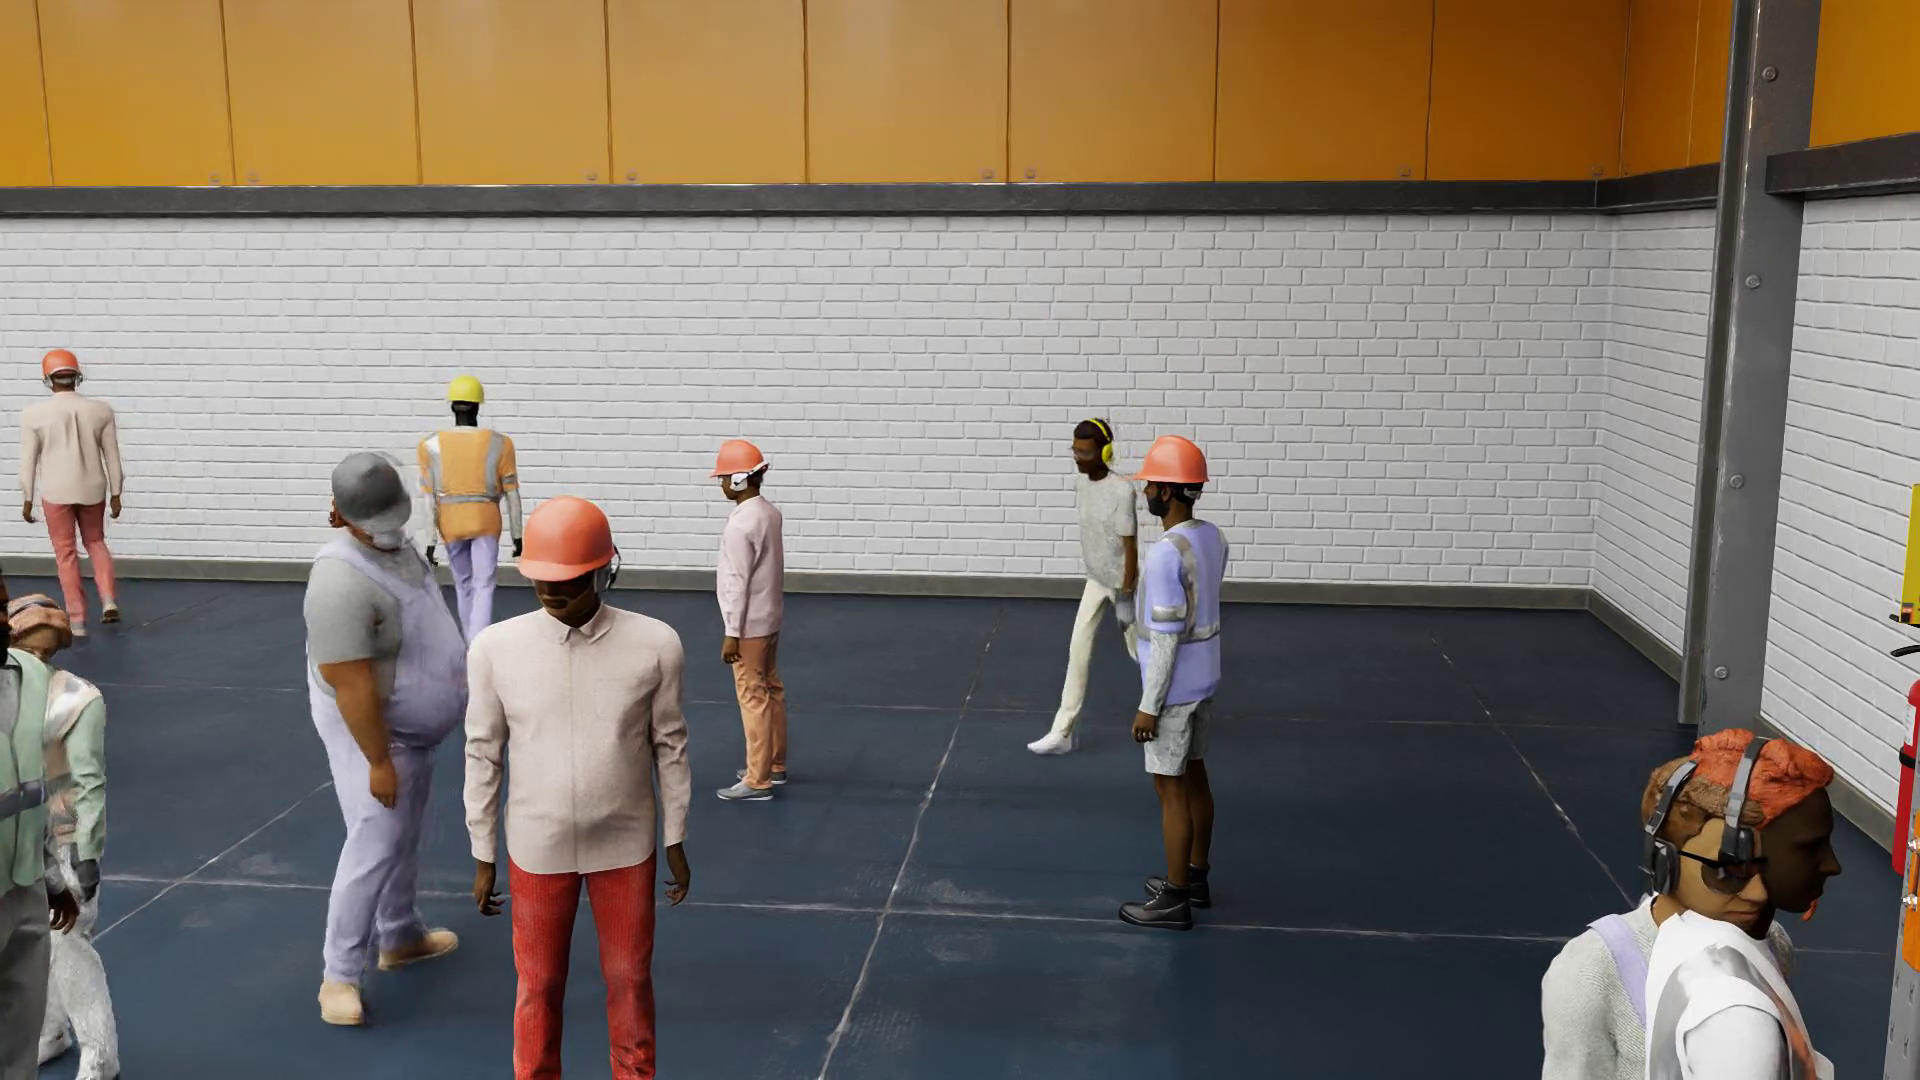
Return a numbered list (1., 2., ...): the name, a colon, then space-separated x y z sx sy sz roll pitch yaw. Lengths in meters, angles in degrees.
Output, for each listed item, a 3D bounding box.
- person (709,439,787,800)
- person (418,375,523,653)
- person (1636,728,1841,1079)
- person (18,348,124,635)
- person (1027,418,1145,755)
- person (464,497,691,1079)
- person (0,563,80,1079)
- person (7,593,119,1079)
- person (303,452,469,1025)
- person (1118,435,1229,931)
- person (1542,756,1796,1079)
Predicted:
1. person: -1.036 0.381 8.081 0.346 1.743 0.558 2 10 9
2. person: -3.035 -0.077 10.320 0.594 1.887 0.962 -1 10 -8
3. person: 1.252 1.239 2.777 0.356 1.881 0.574 2 10 10
4. person: -6.120 -0.323 11.442 0.432 1.982 0.619 9 13 42
5. person: 0.811 0.232 8.830 1.009 1.797 0.561 -7 12 -35
6. person: -1.060 0.856 4.658 0.622 1.986 0.396 -2 10 -13
7. person: -2.565 0.948 4.337 0.372 1.916 0.596 1 10 7
8. person: -2.871 0.947 5.201 0.557 1.615 0.352 3 10 18
9. person: -1.995 0.623 5.848 0.534 2.000 0.782 -1 10 -5
10. person: 0.827 0.558 6.511 0.360 1.939 0.543 6 11 29
11. person: 1.191 1.246 2.837 0.516 1.843 0.327 -4 11 -24
